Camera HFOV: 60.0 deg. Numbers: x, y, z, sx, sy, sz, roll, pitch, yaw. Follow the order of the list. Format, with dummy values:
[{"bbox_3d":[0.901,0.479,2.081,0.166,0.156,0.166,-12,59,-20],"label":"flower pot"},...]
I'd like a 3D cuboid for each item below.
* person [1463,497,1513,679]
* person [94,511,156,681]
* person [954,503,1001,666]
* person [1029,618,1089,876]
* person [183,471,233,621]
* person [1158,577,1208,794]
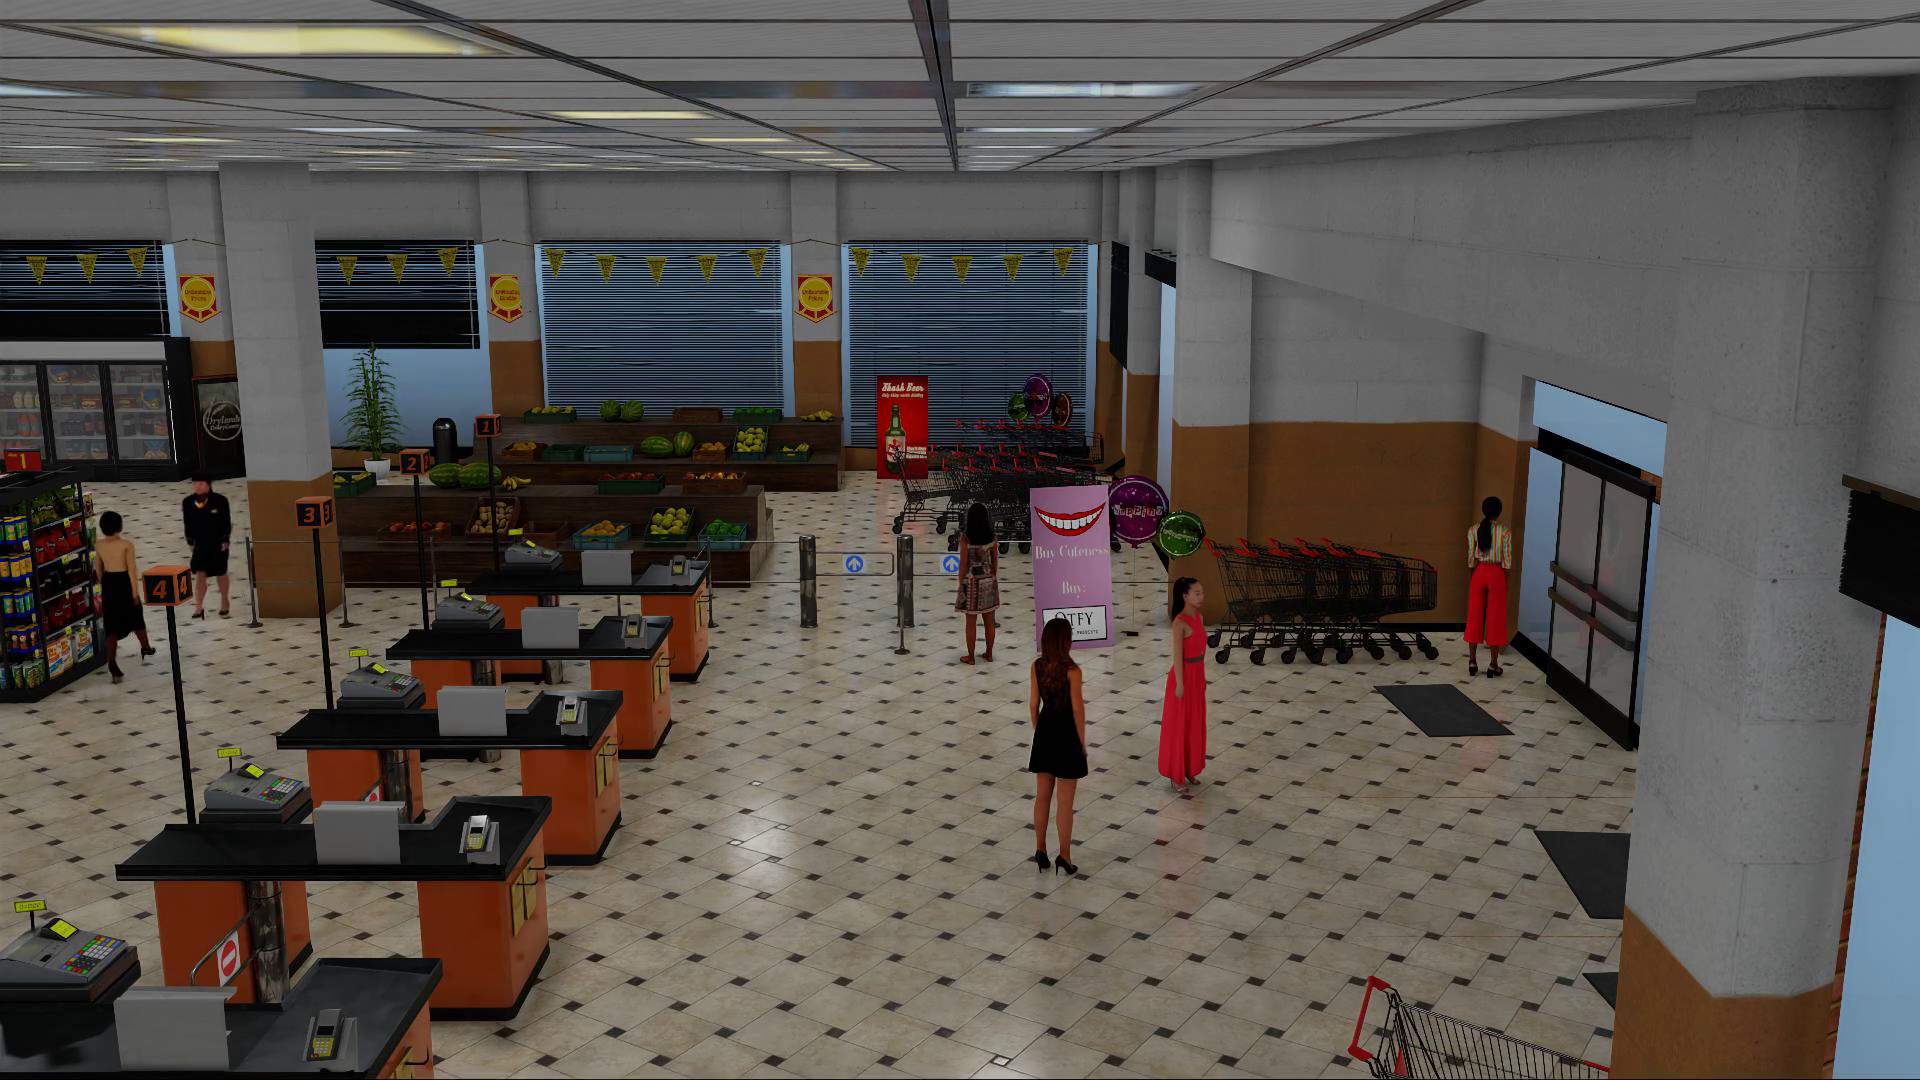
[{"bbox_3d":[5.168,0.452,16.275,0.637,1.793,0.741,7,14,31],"label":"person"},{"bbox_3d":[-8.217,0.566,16.158,0.929,1.618,0.657,0,12,0],"label":"person"},{"bbox_3d":[0.184,0.429,16.740,0.643,1.645,0.784,-6,13,-27],"label":"person"},{"bbox_3d":[0.669,1.431,11.525,0.627,1.835,0.722,8,14,32],"label":"person"},{"bbox_3d":[-8.306,0.051,18.532,0.886,1.647,0.795,-1,12,-5],"label":"person"},{"bbox_3d":[1.800,1.135,13.194,0.747,1.727,0.714,8,15,35],"label":"person"}]
